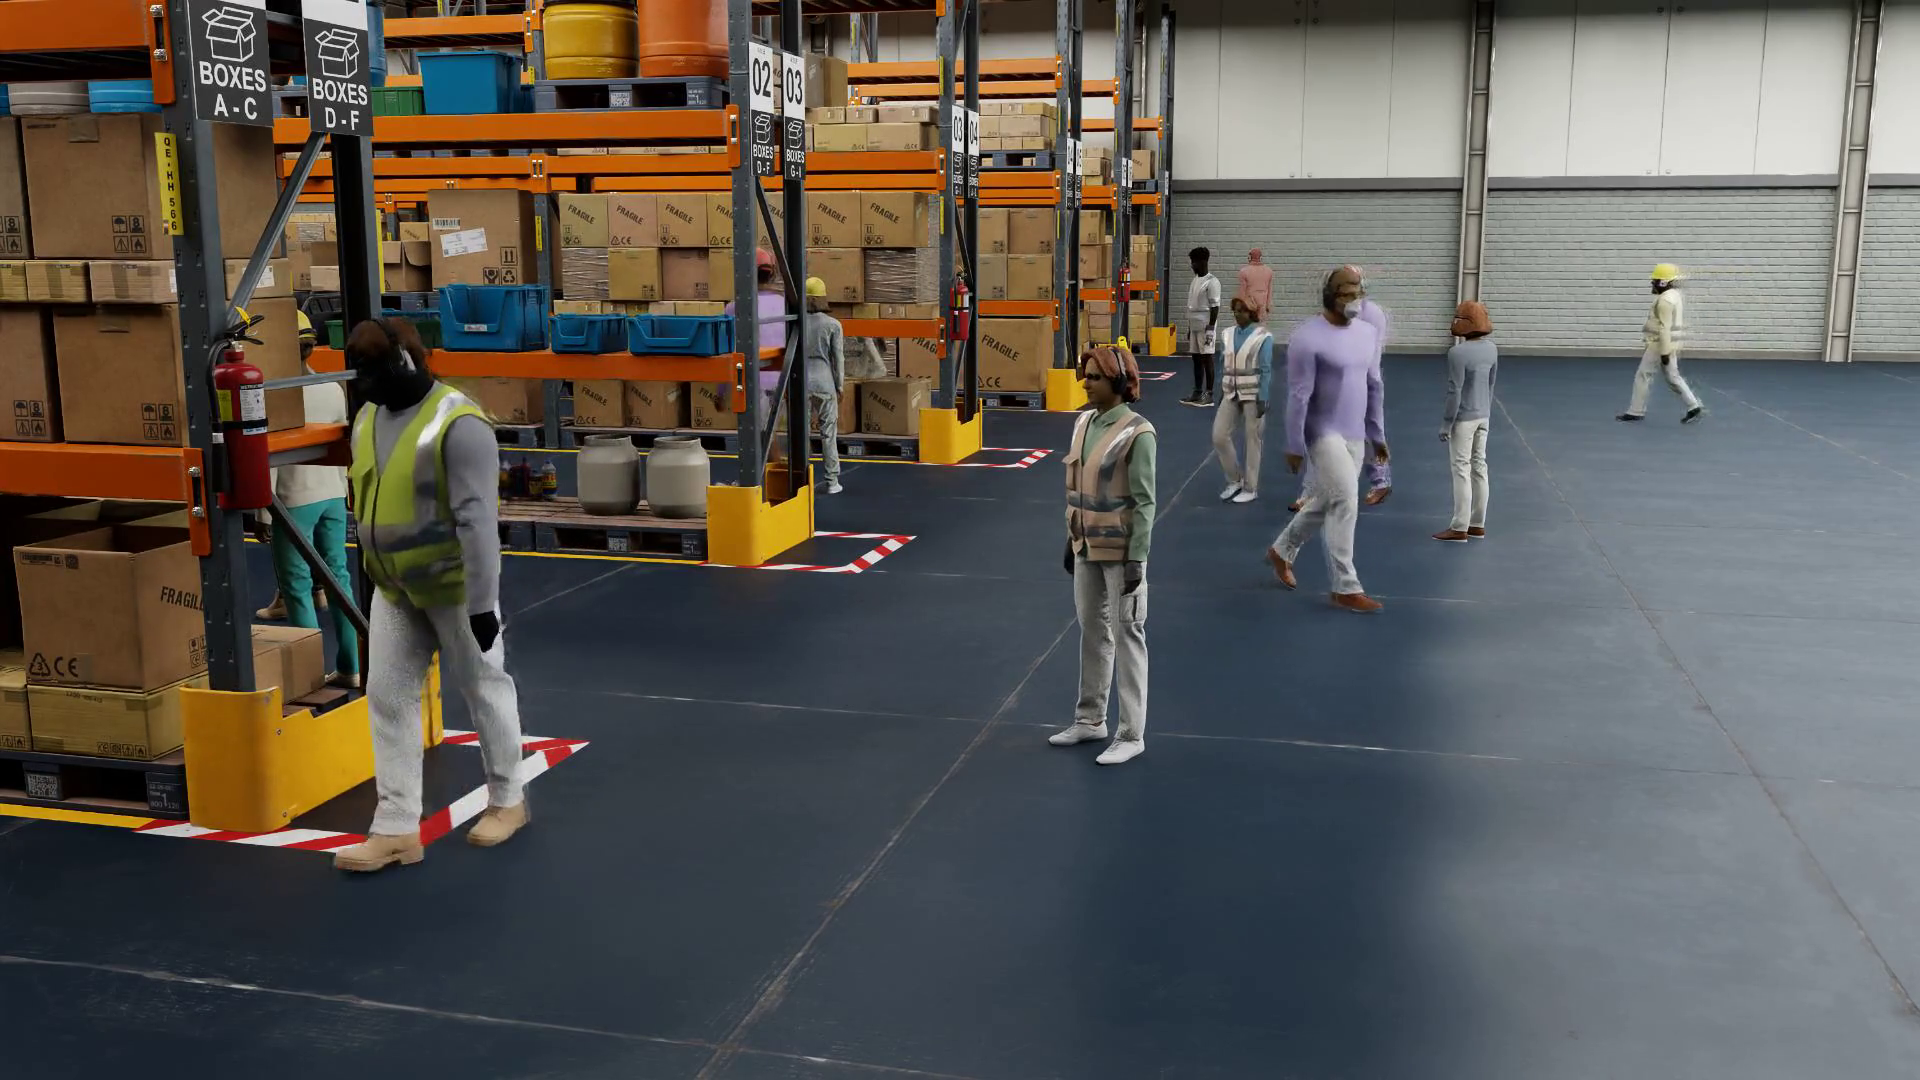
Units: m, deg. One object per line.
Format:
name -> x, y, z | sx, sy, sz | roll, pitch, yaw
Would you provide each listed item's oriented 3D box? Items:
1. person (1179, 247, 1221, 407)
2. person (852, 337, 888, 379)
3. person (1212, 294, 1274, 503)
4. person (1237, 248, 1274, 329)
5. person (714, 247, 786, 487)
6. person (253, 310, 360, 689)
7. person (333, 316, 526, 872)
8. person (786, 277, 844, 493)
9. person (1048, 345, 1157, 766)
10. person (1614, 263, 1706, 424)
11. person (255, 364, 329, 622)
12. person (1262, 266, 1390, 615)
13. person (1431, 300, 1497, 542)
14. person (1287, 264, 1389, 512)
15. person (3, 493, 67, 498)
person -> 2.970, -2.624, 20.502 | 0.377, 1.959, 0.604 | -4, 11, -19
person -> -1.011, -2.268, 18.885 | 0.637, 1.836, 0.512 | 0, 10, 1
person -> 2.184, -1.086, 12.883 | 0.395, 1.621, 0.543 | -9, 14, -41
person -> 4.880, -3.895, 27.692 | 0.641, 1.908, 0.407 | -4, 11, -21
person -> -1.540, -1.163, 12.318 | 1.031, 1.984, 0.630 | 10, 14, 43
person -> -2.934, -0.159, 7.409 | 0.341, 1.757, 0.518 | 4, 11, 21
person -> -1.772, 0.177, 5.436 | 0.711, 1.789, 0.817 | 6, 12, 32
person -> -1.176, -1.240, 13.430 | 0.494, 1.743, 0.304 | 0, 10, 0
person -> 0.581, 0.055, 6.543 | 0.308, 1.641, 0.511 | -6, 12, -31
person -> 7.860, -2.177, 18.492 | 0.896, 1.796, 0.589 | 8, 13, 36
person -> -3.659, -0.410, 8.956 | 0.317, 1.697, 0.540 | 3, 11, 18
person -> 2.044, -0.583, 9.354 | 0.629, 1.908, 0.937 | -8, 13, -37
person -> 3.441, -0.803, 11.306 | 0.500, 1.636, 0.280 | -9, 13, -40
person -> 2.950, -1.158, 12.658 | 0.970, 1.871, 0.649 | -9, 14, -41
person -> -5.248, -0.616, 9.537 | 0.856, 1.890, 0.534 | -2, 10, -12
